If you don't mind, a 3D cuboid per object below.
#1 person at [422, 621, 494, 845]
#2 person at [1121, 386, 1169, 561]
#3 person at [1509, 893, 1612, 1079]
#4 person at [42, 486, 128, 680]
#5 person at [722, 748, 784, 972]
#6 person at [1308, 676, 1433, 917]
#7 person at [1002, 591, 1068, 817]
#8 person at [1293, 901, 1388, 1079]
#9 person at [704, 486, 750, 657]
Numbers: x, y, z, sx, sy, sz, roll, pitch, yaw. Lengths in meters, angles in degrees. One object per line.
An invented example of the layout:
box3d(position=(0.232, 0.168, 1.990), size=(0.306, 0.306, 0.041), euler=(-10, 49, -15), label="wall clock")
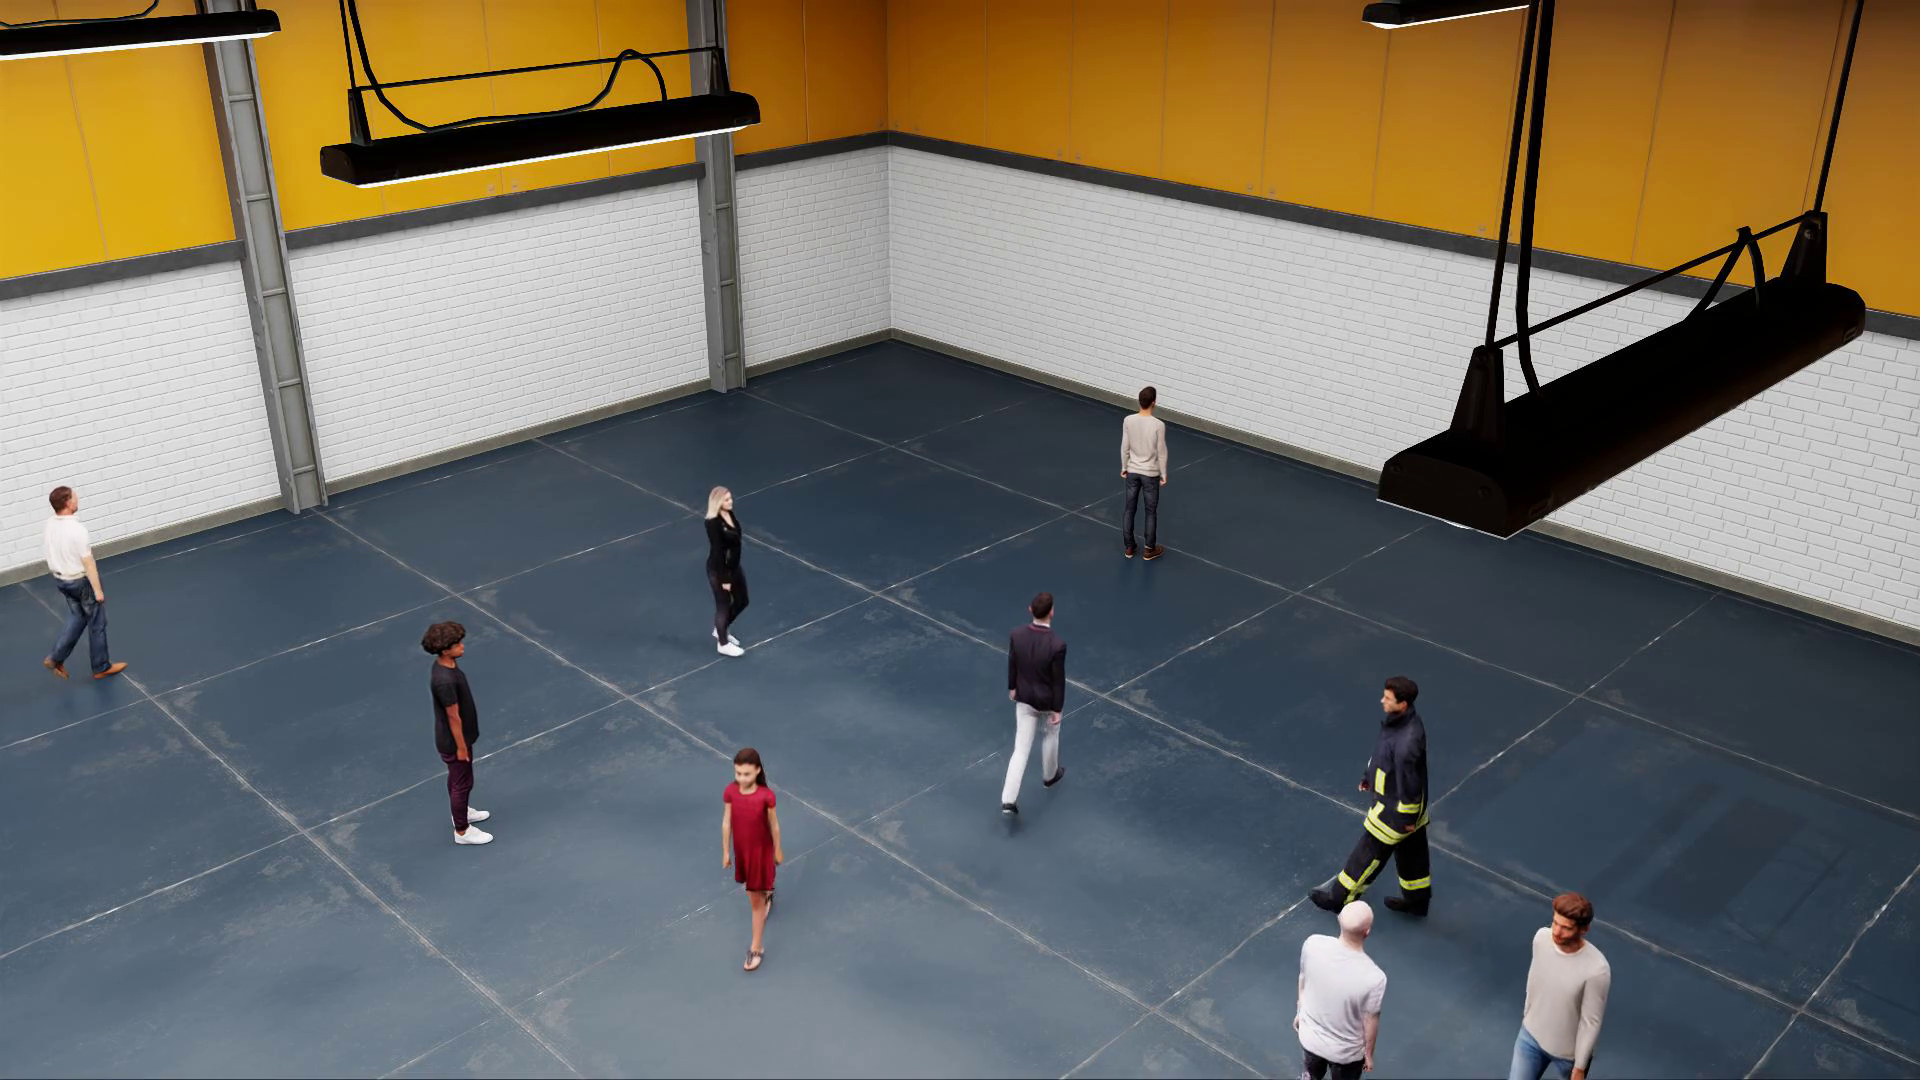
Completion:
box3d(position=(-3.785, 1.419, 12.477), size=(0.701, 1.781, 0.710), euler=(-8, 25, -17), label="person")
box3d(position=(1.894, -0.698, 17.214), size=(0.723, 1.866, 0.665), euler=(12, 26, 26), label="person")
box3d(position=(3.397, 2.771, 9.298), size=(1.217, 1.849, 0.732), euler=(-18, 30, -36), label="person")
box3d(position=(-7.881, 0.427, 14.676), size=(0.831, 1.838, 1.000), euler=(12, 26, 26), label="person")
box3d(position=(-1.389, 2.060, 11.333), size=(0.924, 1.522, 1.114), euler=(5, 24, 11), label="person")
box3d(position=(3.116, 1.802, 11.465), size=(1.183, 1.889, 1.195), euler=(5, 24, 12), label="person")
box3d(position=(0.545, 1.287, 12.754), size=(0.922, 1.802, 1.300), euler=(12, 26, 25), label="person")
box3d(position=(2.014, 2.822, 9.228), size=(0.705, 1.813, 0.856), euler=(18, 29, 35), label="person")
box3d(position=(-2.233, 0.290, 15.196), size=(0.768, 1.671, 0.664), euler=(9, 25, 20), label="person")
